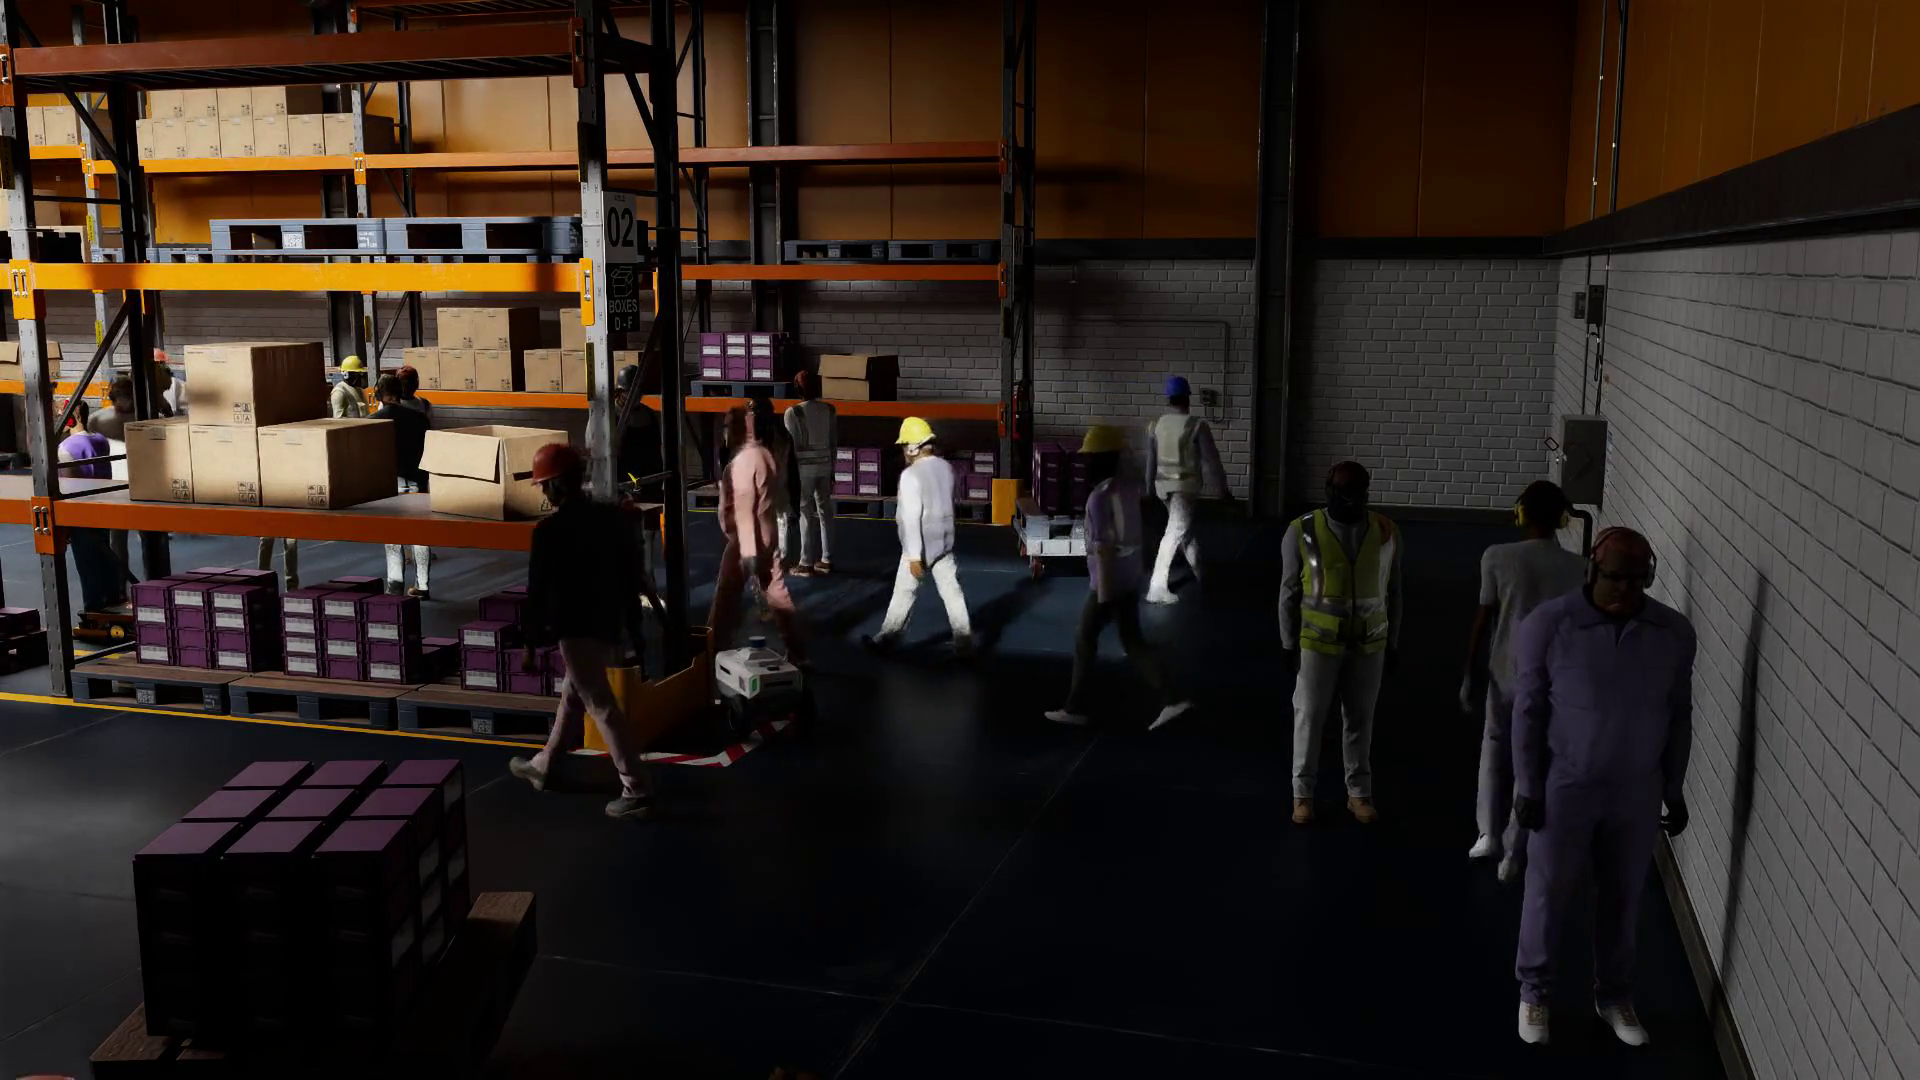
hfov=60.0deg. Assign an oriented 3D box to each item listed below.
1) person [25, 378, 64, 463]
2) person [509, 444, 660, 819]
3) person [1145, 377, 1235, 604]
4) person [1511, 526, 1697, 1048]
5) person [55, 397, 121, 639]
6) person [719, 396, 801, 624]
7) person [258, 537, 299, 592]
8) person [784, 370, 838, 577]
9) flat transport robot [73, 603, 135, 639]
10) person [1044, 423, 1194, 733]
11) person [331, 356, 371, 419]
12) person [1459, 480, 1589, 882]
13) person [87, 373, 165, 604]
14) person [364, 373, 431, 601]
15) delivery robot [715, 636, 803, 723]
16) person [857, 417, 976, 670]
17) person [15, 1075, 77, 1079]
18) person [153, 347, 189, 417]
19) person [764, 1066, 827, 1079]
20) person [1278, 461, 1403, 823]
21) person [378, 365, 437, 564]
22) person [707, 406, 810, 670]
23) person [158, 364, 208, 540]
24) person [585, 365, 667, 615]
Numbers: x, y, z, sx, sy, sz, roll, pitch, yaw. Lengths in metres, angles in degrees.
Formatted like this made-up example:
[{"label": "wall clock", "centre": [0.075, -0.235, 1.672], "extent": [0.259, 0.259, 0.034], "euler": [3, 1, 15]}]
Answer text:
[{"label": "person", "centre": [-10.235, -1.028, 18.508], "extent": [0.578, 1.613, 0.559], "euler": [1, 9, 5]}, {"label": "person", "centre": [-1.974, 0.459, 8.610], "extent": [1.132, 1.907, 0.643], "euler": [5, 11, 28]}, {"label": "person", "centre": [1.903, -0.427, 14.064], "extent": [1.010, 1.884, 0.692], "euler": [-7, 12, -38]}, {"label": "person", "centre": [2.311, 0.890, 5.988], "extent": [0.643, 1.901, 0.400], "euler": [1, 9, 4]}, {"label": "person", "centre": [-6.604, -0.168, 12.625], "extent": [0.380, 1.836, 0.560], "euler": [0, 9, 1]}, {"label": "person", "centre": [-1.628, -0.268, 13.334], "extent": [0.677, 1.811, 0.736], "euler": [-5, 11, -29]}, {"label": "person", "centre": [-5.637, -0.375, 13.804], "extent": [0.329, 1.865, 0.513], "euler": [8, 12, 40]}, {"label": "person", "centre": [-1.361, -0.606, 15.144], "extent": [0.575, 1.886, 0.361], "euler": [-8, 12, -41]}, {"label": "flat transport robot", "centre": [-5.906, 0.611, 12.632], "extent": [1.431, 0.197, 0.652], "euler": [2, 10, 15]}, {"label": "person", "centre": [0.992, 0.237, 10.050], "extent": [0.916, 1.887, 0.612], "euler": [6, 11, 30]}, {"label": "person", "centre": [-6.752, -1.136, 18.543], "extent": [0.404, 1.827, 0.600], "euler": [0, 9, 3]}, {"label": "person", "centre": [2.588, 0.648, 7.649], "extent": [0.551, 1.834, 0.467], "euler": [2, 10, 14]}, {"label": "person", "centre": [-6.938, -0.430, 13.909], "extent": [0.635, 1.937, 0.356], "euler": [-4, 10, -24]}, {"label": "person", "centre": [-4.687, -0.419, 13.859], "extent": [0.370, 1.934, 0.627], "euler": [7, 12, 37]}, {"label": "delivery robot", "centre": [-1.235, 0.830, 10.150], "extent": [0.477, 0.478, 0.707], "euler": [-5, 11, -27]}, {"label": "person", "centre": [-0.272, 0.021, 11.680], "extent": [0.975, 1.766, 0.623], "euler": [7, 12, 36]}, {"label": "person", "centre": [-0.966, 1.566, 1.783], "extent": [0.816, 1.930, 0.682], "euler": [1, 9, 6]}, {"label": "person", "centre": [-8.973, -1.200, 18.683], "extent": [0.439, 1.909, 0.565], "euler": [9, 13, 42]}, {"label": "person", "centre": [-0.247, 1.585, 2.552], "extent": [0.497, 1.633, 0.283], "euler": [-1, 9, -6]}, {"label": "person", "centre": [1.925, 0.519, 8.408], "extent": [0.633, 1.846, 0.429], "euler": [0, 9, -2]}, {"label": "person", "centre": [-5.242, -0.716, 15.825], "extent": [0.337, 1.879, 0.584], "euler": [7, 11, 35]}, {"label": "person", "centre": [-1.498, 0.006, 11.500], "extent": [0.992, 1.855, 0.666], "euler": [3, 10, 15]}, {"label": "person", "centre": [-8.057, -0.887, 17.050], "extent": [0.796, 1.820, 0.523], "euler": [-1, 9, -9]}, {"label": "person", "centre": [-2.651, -0.419, 13.531], "extent": [0.676, 2.000, 0.536], "euler": [-9, 13, -44]}]
